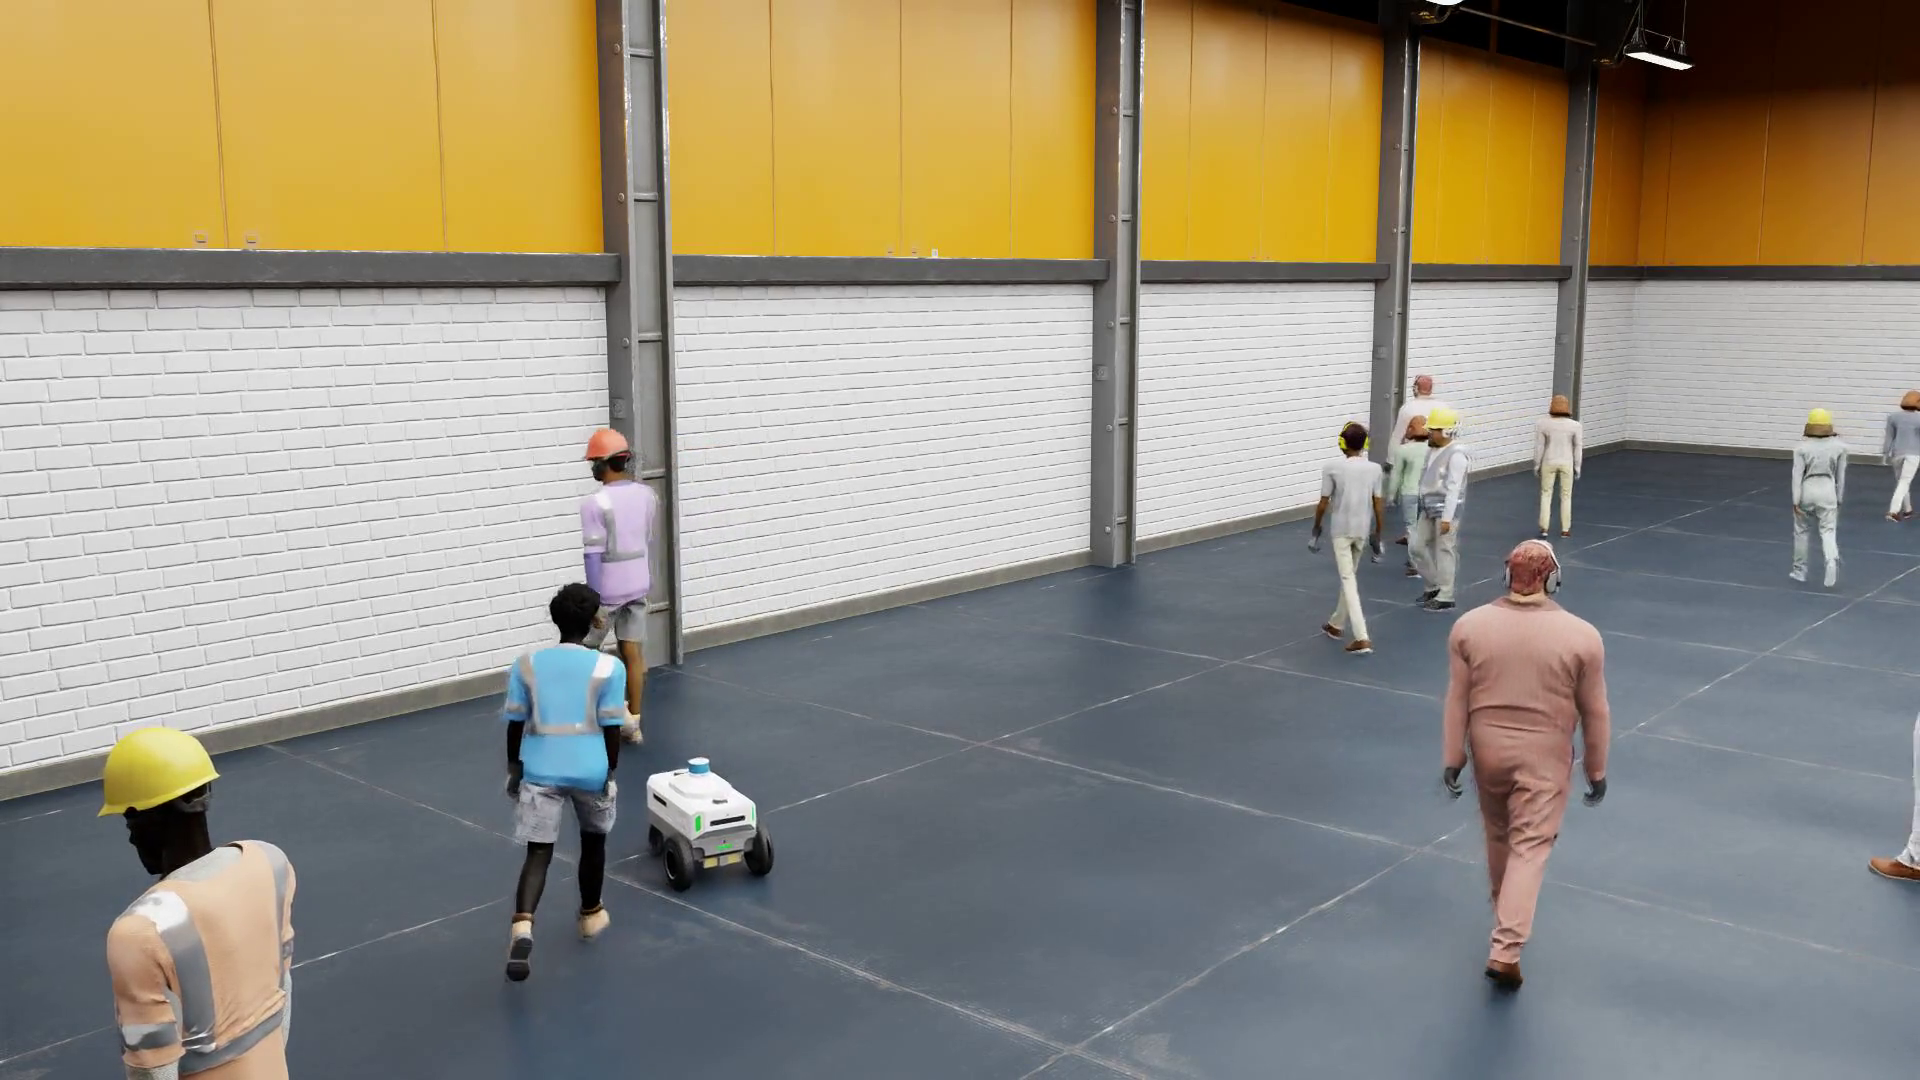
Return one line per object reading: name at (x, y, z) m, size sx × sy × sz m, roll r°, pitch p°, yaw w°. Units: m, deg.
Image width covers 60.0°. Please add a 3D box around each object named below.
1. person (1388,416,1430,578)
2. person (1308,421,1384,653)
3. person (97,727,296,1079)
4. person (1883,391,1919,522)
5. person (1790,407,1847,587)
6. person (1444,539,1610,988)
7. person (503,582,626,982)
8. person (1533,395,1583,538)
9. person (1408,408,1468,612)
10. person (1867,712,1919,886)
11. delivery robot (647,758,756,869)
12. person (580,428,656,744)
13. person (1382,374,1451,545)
person at (4.528, -0.443, 16.546) m, size 0.518 × 1.593 × 0.780 m, roll -1°, pitch 9°, yaw -6°
person at (3.102, -0.030, 13.287) m, size 0.513 × 1.813 × 0.976 m, roll -3°, pitch 9°, yaw -16°
person at (-1.839, 1.387, 4.035) m, size 0.381 × 1.918 × 0.585 m, roll 2°, pitch 9°, yaw 11°
person at (11.480, -1.016, 20.154) m, size 0.865 × 1.589 × 0.518 m, roll -7°, pitch 11°, yaw -37°
person at (8.240, -0.414, 15.967) m, size 0.487 × 1.716 × 0.741 m, roll 2°, pitch 9°, yaw 15°
person at (2.411, 0.926, 7.124) m, size 0.660 × 1.864 × 0.989 m, roll 6°, pitch 11°, yaw 33°
person at (-1.717, 1.028, 7.144) m, size 0.544 × 1.651 × 0.840 m, roll 0°, pitch 9°, yaw 1°
person at (6.776, -0.814, 18.842) m, size 0.523 × 1.633 × 0.527 m, roll 3°, pitch 10°, yaw 20°
person at (4.225, -0.254, 14.672) m, size 0.431 × 1.817 × 0.594 m, roll -2°, pitch 9°, yaw -13°
person at (4.854, 0.767, 7.922) m, size 0.637 × 1.924 × 0.746 m, roll -8°, pitch 12°, yaw -41°
delivery robot at (-1.300, 1.337, 8.322) m, size 0.477 × 0.478 × 0.707 m, roll -5°, pitch 11°, yaw -30°
person at (-2.168, 0.305, 10.496) m, size 0.407 × 2.026 × 0.630 m, roll 7°, pitch 11°, yaw 37°
person at (5.030, -0.872, 18.282) m, size 0.668 × 1.898 × 0.452 m, roll -4°, pitch 10°, yaw -23°
